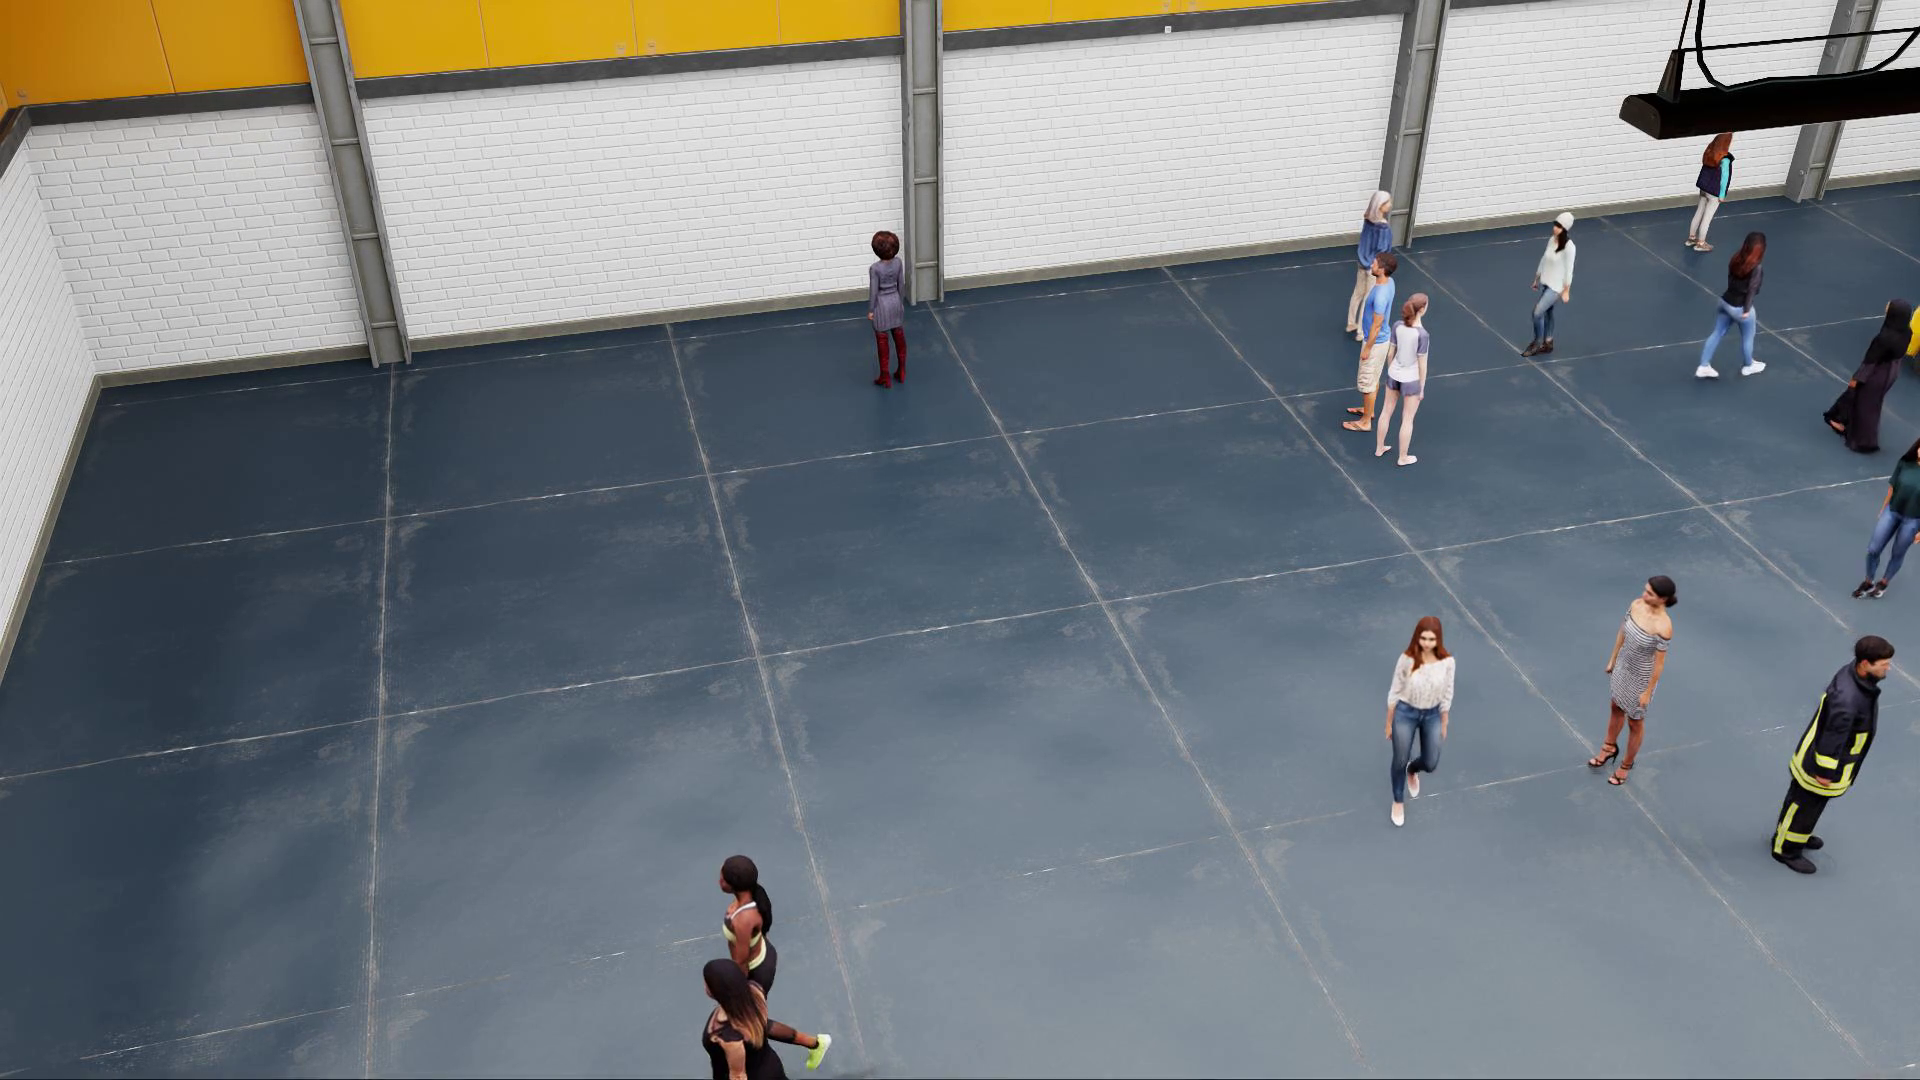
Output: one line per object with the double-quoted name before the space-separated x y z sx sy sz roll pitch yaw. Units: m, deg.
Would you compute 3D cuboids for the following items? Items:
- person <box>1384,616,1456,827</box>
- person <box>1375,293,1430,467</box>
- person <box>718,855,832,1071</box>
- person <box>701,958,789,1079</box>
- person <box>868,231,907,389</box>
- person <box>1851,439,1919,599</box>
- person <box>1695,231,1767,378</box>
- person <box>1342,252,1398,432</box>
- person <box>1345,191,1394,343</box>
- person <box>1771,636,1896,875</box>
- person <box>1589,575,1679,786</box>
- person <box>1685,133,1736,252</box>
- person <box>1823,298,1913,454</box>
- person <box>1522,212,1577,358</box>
"person" 3.248 1.220 11.820 0.774 1.724 0.809 5 34 7
"person" 4.263 -1.552 15.952 0.694 1.766 0.670 -27 42 -35
"person" -1.123 2.552 9.805 0.968 1.736 0.700 0 34 0
"person" -1.079 2.990 9.190 1.035 1.687 0.928 7 34 11
"person" -0.750 -2.398 17.276 0.551 1.710 0.697 -20 39 -27
"person" 8.044 -0.223 14.094 0.800 1.609 0.736 -25 41 -33
"person" 8.054 -2.425 17.414 0.966 1.602 0.649 -7 34 -11
"person" 4.125 -1.982 16.511 0.763 1.864 0.738 12 35 17
"person" 4.490 -3.012 18.210 0.555 1.698 0.610 -10 35 -14
"person" 5.938 1.416 11.341 0.954 1.927 0.854 23 40 30
"person" 4.905 1.003 12.057 0.525 1.822 0.606 -10 35 -15
"person" 9.169 -4.284 20.301 0.568 1.501 0.558 -8 34 -12
"person" 8.970 -1.579 16.134 0.929 1.610 0.874 -20 39 -28
"person" 6.428 -2.744 17.862 0.616 1.636 0.593 -8 34 -12
